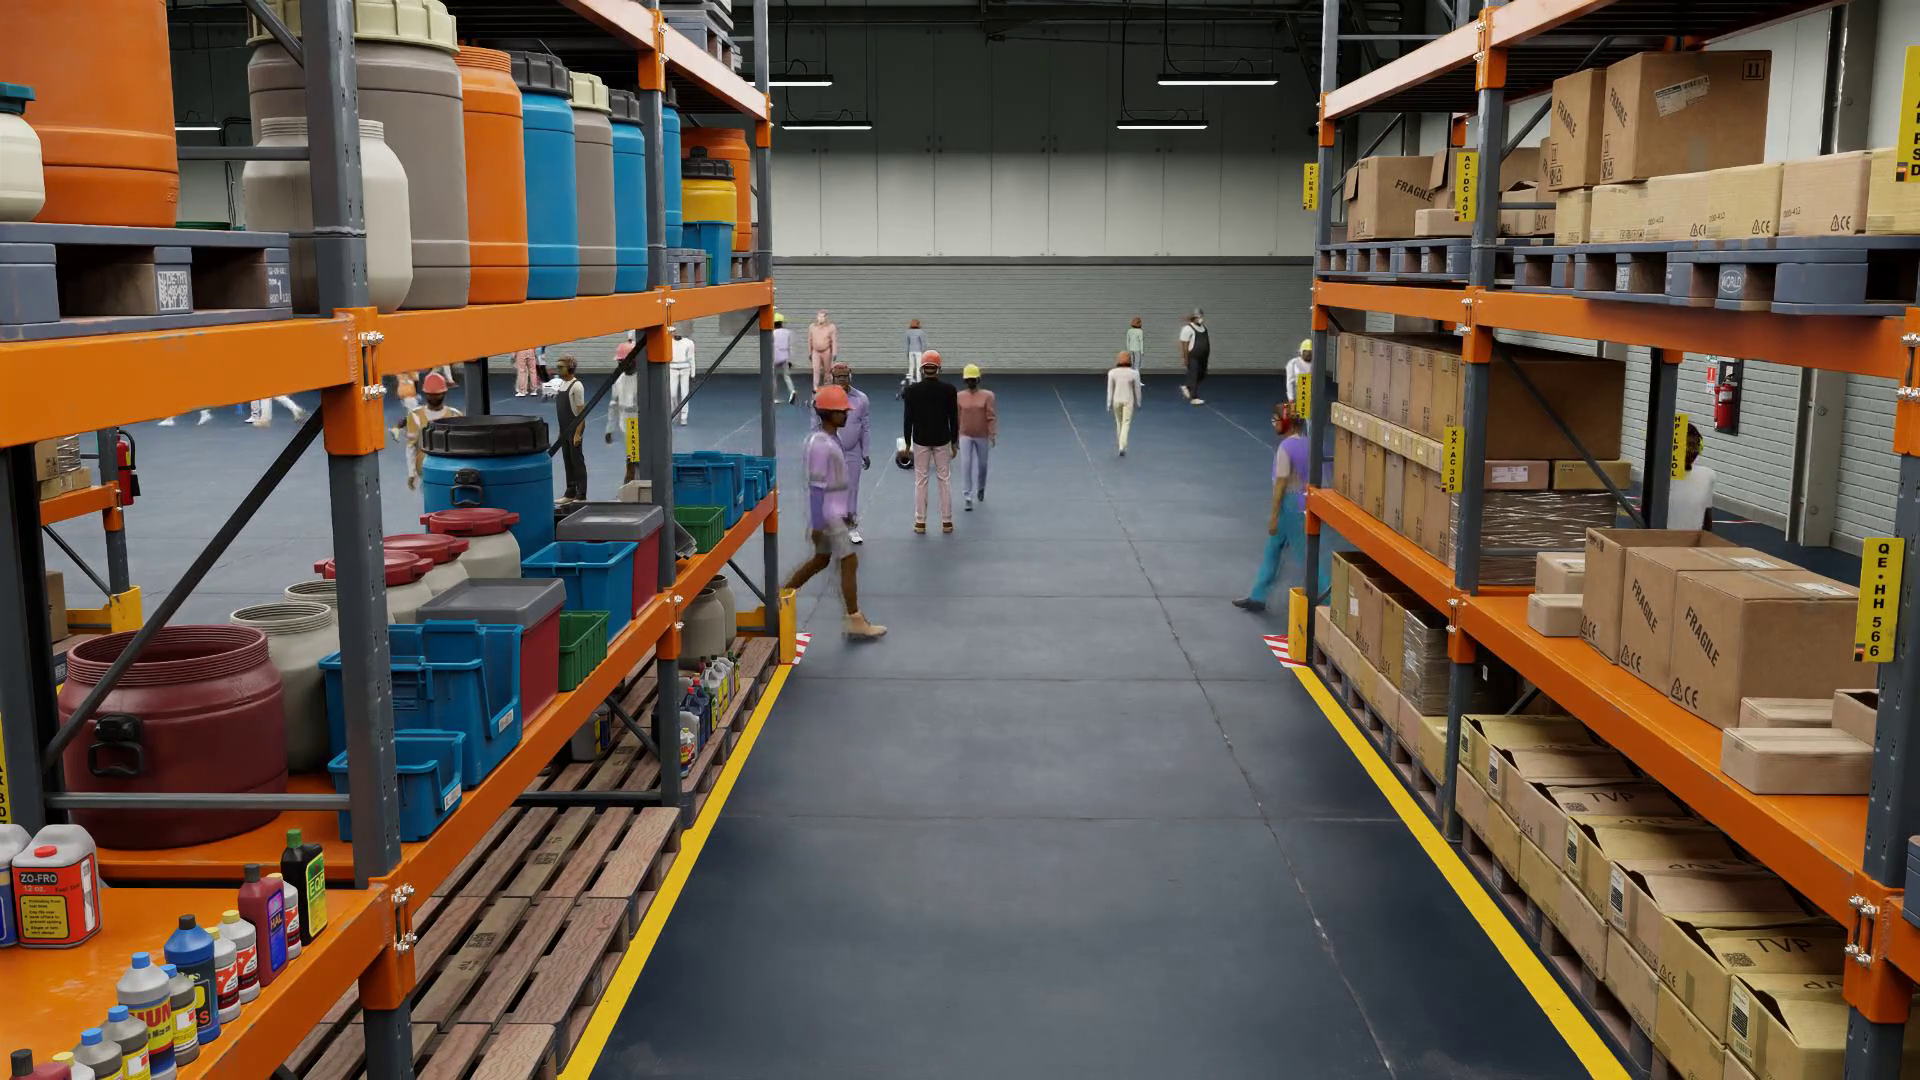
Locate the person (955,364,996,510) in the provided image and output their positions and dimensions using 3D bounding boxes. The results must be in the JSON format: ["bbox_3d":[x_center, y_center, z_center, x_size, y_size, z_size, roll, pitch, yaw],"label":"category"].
[{"bbox_3d":[0.165,-1.271,20.123,0.522,1.742,0.753,0,9,-2],"label":"person"}]

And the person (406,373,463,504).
[{"bbox_3d":[-5.129,-0.702,16.321,0.544,1.897,0.992,-2,10,-12],"label":"person"}]

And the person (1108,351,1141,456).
[{"bbox_3d":[2.519,-2.111,25.608,0.509,1.601,0.817,3,10,17],"label":"person"}]

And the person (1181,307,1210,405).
[{"bbox_3d":[4.929,-3.860,34.895,0.688,2.000,0.679,-9,13,-42],"label":"person"}]

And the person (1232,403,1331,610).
[{"bbox_3d":[2.792,-0.248,13.914,0.984,1.791,0.573,5,11,26],"label":"person"}]

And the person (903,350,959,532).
[{"bbox_3d":[-0.321,-1.085,18.280,0.612,1.994,0.394,-1,10,-5],"label":"person"}]

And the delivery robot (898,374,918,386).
[{"bbox_3d":[-1.106,-3.474,35.954,0.335,0.223,0.698,4,10,22],"label":"delivery robot"}]

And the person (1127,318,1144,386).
[{"bbox_3d":[4.219,-4.517,39.917,0.265,1.632,0.508,-8,12,-40],"label":"person"}]

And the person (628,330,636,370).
[{"bbox_3d":[-7.921,-4.692,40.801,0.562,1.682,0.365,-9,13,-42],"label":"person"}]

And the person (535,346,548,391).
[{"bbox_3d":[-9.714,-4.307,38.511,0.382,1.680,0.593,-7,12,-35],"label":"person"}]

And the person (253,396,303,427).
[{"bbox_3d":[-12.404,-2.968,30.092,0.783,1.821,0.631,-1,10,-4],"label":"person"}]

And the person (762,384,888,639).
[{"bbox_3d":[-1.103,-0.227,13.113,0.969,2.014,0.604,0,9,1],"label":"person"}]

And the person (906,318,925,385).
[{"bbox_3d":[-1.050,-4.453,39.532,0.506,1.632,0.266,5,11,27],"label":"person"}]

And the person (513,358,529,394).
[{"bbox_3d":[-9.766,-4.080,37.327,0.554,1.615,0.371,-9,13,-43],"label":"person"}]

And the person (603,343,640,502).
[{"bbox_3d":[-3.963,-1.324,19.717,0.640,1.992,1.022,7,12,36],"label":"person"}]

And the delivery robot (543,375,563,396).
[{"bbox_3d":[-8.612,-3.277,35.562,0.477,0.478,0.707,3,10,19],"label":"delivery robot"}]

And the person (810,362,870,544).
[{"bbox_3d":[-1.250,-0.911,17.503,0.639,1.911,0.402,-3,10,-15],"label":"person"}]

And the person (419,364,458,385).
[{"bbox_3d":[-12.600,-4.665,40.038,1.006,1.891,0.545,0,9,1],"label":"person"}]

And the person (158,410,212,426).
[{"bbox_3d":[-14.144,-2.990,30.246,0.967,1.838,0.506,2,10,11],"label":"person"}]

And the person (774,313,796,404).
[{"bbox_3d":[-3.728,-3.777,34.665,0.596,1.905,0.800,-7,12,-35],"label":"person"}]

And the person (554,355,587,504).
[{"bbox_3d":[-4.709,-1.312,20.087,0.345,1.846,0.506,-8,12,-40],"label":"person"}]

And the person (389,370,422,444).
[{"bbox_3d":[-8.901,-2.333,26.669,0.569,1.679,0.535,-9,13,-43],"label":"person"}]

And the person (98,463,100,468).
[{"bbox_3d":[-12.235,-1.902,23.865,0.524,1.768,0.312,4,10,21],"label":"person"}]

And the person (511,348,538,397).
[{"bbox_3d":[-9.620,-4.114,36.689,0.639,1.911,0.402,-8,12,-40],"label":"person"}]

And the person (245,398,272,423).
[{"bbox_3d":[-13.050,-3.128,30.780,0.406,1.911,0.636,5,11,27],"label":"person"}]

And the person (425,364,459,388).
[{"bbox_3d":[-12.332,-4.551,39.339,0.915,1.904,0.637,3,10,19],"label":"person"}]

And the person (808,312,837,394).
[{"bbox_3d":[-3.090,-4.189,37.293,0.672,1.848,1.013,1,10,5],"label":"person"}]

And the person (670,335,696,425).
[{"bbox_3d":[-5.105,-3.023,30.278,0.587,1.869,0.418,-1,10,-8],"label":"person"}]

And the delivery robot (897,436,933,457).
[{"bbox_3d":[-0.556,-1.364,24.106,0.707,0.478,0.477,0,10,-1],"label":"delivery robot"}]

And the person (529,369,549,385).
[{"bbox_3d":[-10.180,-4.590,40.061,0.525,1.736,0.556,-9,13,-43],"label":"person"}]

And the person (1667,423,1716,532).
[{"bbox_3d":[4.962,0.120,11.492,0.570,1.844,0.497,0,9,1],"label":"person"}]

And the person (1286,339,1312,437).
[{"bbox_3d":[5.306,-2.210,25.694,0.594,1.782,0.956,-1,10,-7],"label":"person"}]
